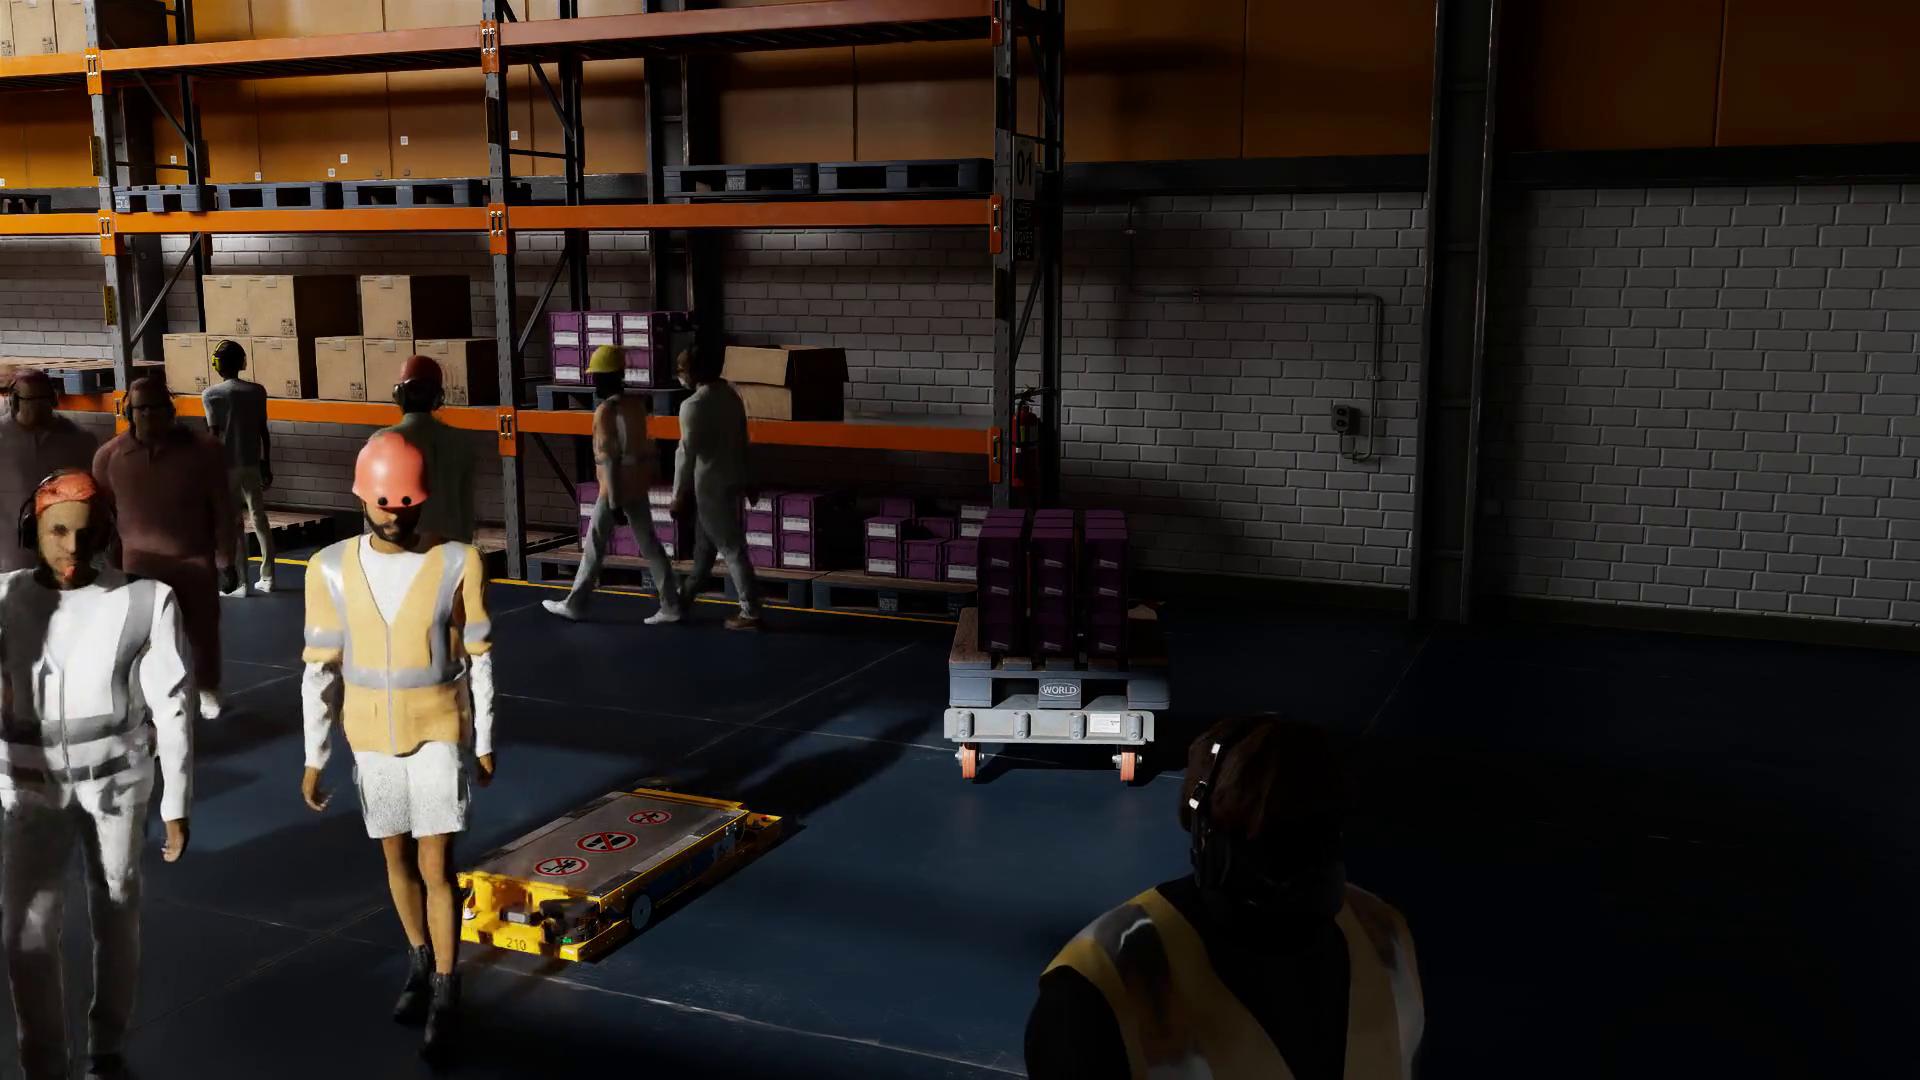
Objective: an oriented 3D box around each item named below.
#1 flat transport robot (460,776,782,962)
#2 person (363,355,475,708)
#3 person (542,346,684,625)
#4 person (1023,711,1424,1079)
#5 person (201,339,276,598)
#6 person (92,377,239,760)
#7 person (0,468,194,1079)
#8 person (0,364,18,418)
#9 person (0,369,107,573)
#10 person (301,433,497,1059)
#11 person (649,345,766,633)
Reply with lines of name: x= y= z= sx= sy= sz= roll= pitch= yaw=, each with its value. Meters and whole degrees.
flat transport robot: x=-1.319 y=1.227 z=6.414 sx=0.652 sy=0.197 sz=1.431 roll=4 pitch=10 yaw=23
person: x=-2.619 y=0.083 z=8.188 sx=0.565 sy=1.969 sz=0.642 roll=6 pitch=11 yaw=33
person: x=-2.297 y=-0.351 z=11.085 sx=1.004 sy=1.873 sz=0.594 roll=4 pitch=10 yaw=21
person: x=0.391 y=1.133 z=2.282 sx=0.619 sy=1.845 sz=0.430 roll=-5 pitch=11 yaw=-29
person: x=-5.240 y=-0.514 z=12.066 sx=0.323 sy=1.870 sz=0.518 roll=6 pitch=11 yaw=34
person: x=-4.012 y=0.093 z=8.459 sx=0.653 sy=1.870 sz=0.968 roll=-3 pitch=10 yaw=-20
person: x=-2.431 y=0.737 z=4.587 sx=0.601 sy=1.859 sz=0.717 roll=-3 pitch=10 yaw=-20
person: x=-7.771 y=-0.633 z=13.578 sx=0.830 sy=1.586 sz=0.525 roll=5 pitch=11 yaw=27
person: x=-4.904 y=0.014 z=8.947 sx=0.666 sy=1.844 sz=1.024 roll=-9 pitch=13 yaw=-43
person: x=-1.727 y=0.626 z=5.103 sx=0.551 sy=1.909 sz=0.736 roll=0 pitch=9 yaw=-2
person: x=-1.708 y=-0.332 z=10.936 sx=0.989 sy=1.881 sz=0.660 roll=3 pitch=10 yaw=19
